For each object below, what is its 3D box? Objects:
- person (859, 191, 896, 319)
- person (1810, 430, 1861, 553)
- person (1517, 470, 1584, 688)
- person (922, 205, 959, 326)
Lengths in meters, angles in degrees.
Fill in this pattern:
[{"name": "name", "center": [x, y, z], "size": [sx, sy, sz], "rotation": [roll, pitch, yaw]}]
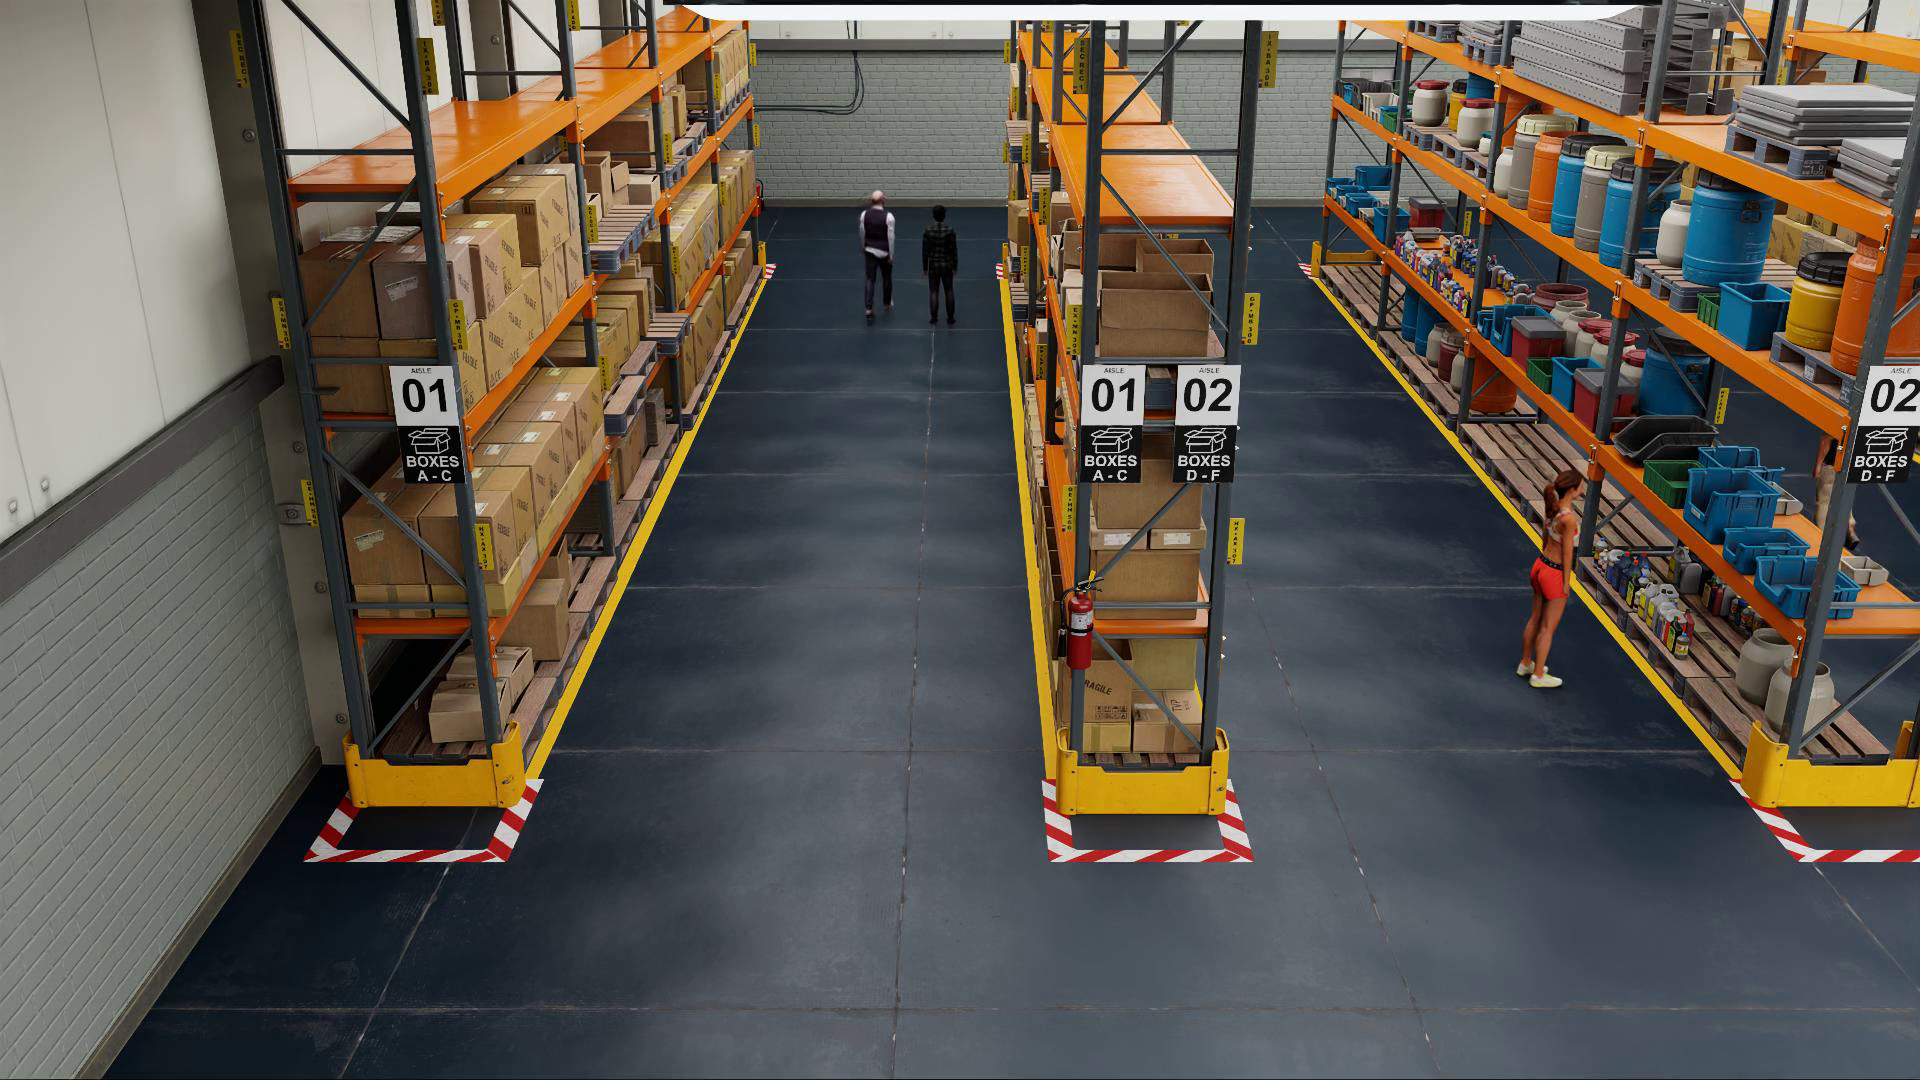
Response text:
[{"name": "person", "center": [-1.209, -4.013, 23.658], "size": [0.893, 1.776, 1.295], "rotation": [5, 23, 12]}, {"name": "person", "center": [8.224, -0.687, 15.432], "size": [0.800, 1.849, 0.904], "rotation": [-7, 23, -17]}, {"name": "person", "center": [4.655, 0.298, 13.106], "size": [0.651, 1.786, 0.503], "rotation": [-3, 22, -8]}, {"name": "person", "center": [-0.266, -3.893, 23.533], "size": [0.675, 1.715, 0.519], "rotation": [-1, 22, -2]}]
